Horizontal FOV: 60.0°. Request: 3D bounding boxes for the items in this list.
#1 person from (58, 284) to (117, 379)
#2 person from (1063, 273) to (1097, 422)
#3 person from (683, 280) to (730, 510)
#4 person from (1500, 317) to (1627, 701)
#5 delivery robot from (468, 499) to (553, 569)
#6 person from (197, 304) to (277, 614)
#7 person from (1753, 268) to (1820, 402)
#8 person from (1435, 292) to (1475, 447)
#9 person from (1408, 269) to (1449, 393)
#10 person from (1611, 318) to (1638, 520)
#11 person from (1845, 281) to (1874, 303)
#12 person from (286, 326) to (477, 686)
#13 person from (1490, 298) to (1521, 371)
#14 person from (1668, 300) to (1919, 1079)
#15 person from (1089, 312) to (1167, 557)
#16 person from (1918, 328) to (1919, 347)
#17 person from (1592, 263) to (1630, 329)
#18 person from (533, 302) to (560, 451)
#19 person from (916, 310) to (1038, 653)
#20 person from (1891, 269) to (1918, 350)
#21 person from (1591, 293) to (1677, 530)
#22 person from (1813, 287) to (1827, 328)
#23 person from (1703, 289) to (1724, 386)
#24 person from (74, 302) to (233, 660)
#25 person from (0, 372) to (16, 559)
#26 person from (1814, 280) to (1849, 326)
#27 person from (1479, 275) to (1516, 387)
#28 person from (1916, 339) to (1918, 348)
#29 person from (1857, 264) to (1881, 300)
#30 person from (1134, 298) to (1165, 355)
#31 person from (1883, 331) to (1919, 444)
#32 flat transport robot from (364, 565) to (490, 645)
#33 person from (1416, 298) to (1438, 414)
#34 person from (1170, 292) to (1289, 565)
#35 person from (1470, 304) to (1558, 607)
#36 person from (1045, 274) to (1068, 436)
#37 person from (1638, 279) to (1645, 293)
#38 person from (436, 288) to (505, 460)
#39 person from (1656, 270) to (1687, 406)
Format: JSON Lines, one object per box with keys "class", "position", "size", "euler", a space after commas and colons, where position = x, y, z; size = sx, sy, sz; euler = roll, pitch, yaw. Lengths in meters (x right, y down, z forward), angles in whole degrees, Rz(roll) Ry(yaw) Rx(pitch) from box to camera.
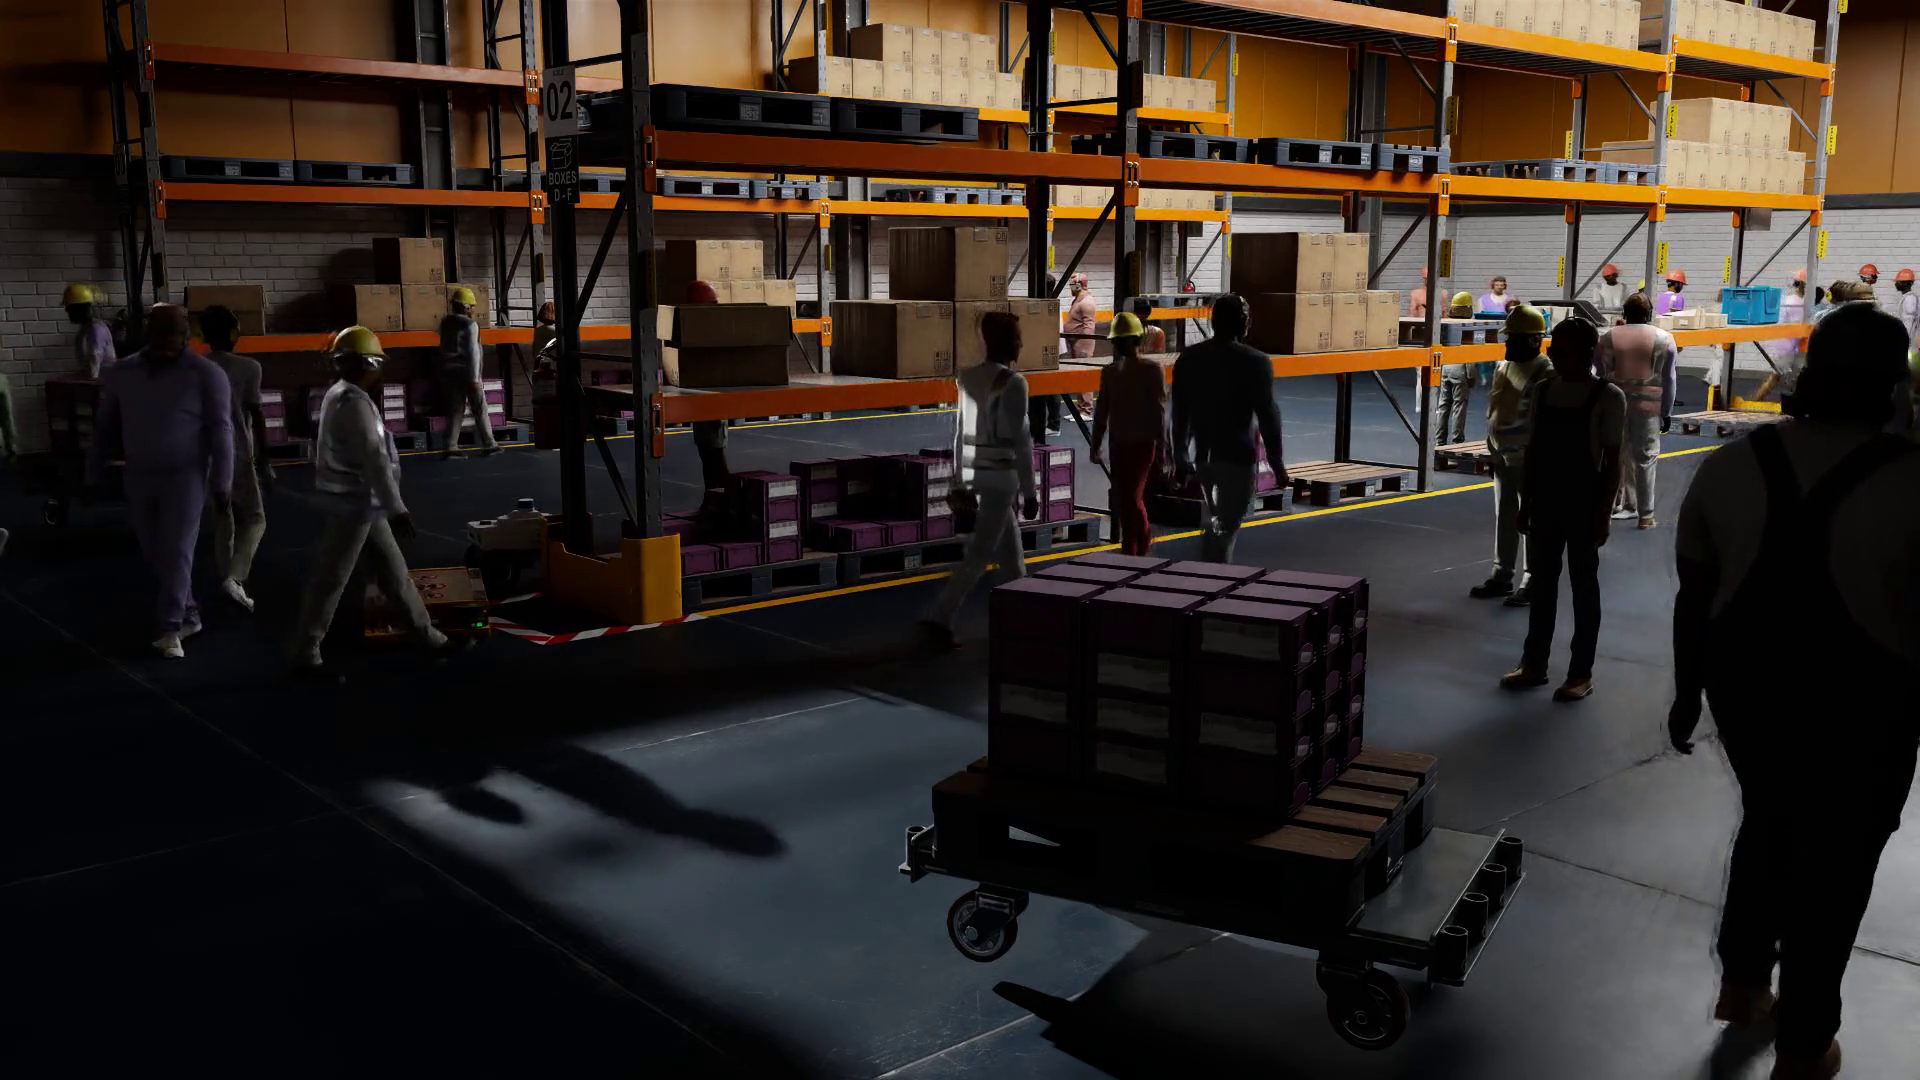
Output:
{"class": "person", "position": [-7.870, -1.404, 15.265], "size": [0.988, 1.877, 0.586], "euler": [-9, 13, -43]}
{"class": "person", "position": [1.535, -2.465, 21.378], "size": [0.401, 1.905, 0.642], "euler": [-1, 10, -5]}
{"class": "person", "position": [-1.980, -1.047, 12.974], "size": [0.358, 1.937, 0.544], "euler": [-6, 11, -30]}
{"class": "person", "position": [2.918, -0.151, 8.014], "size": [0.343, 1.839, 0.506], "euler": [-7, 12, -37]}
{"class": "delivery robot", "position": [-2.795, -0.025, 10.753], "size": [0.707, 0.478, 0.477], "euler": [-5, 11, -26]}
{"class": "person", "position": [-4.323, -0.451, 9.770], "size": [0.576, 1.841, 0.518], "euler": [0, 10, -1]}
{"class": "person", "position": [10.516, -2.439, 21.024], "size": [1.096, 1.975, 0.620], "euler": [4, 11, 24]}
{"class": "person", "position": [5.345, -1.783, 17.845], "size": [0.303, 1.743, 0.494], "euler": [-5, 11, -27]}
{"class": "person", "position": [7.300, -3.261, 25.893], "size": [0.659, 1.942, 0.996], "euler": [1, 10, 7]}
{"class": "person", "position": [5.389, -0.986, 13.483], "size": [0.308, 1.641, 0.510], "euler": [-1, 10, -6]}
{"class": "person", "position": [7.382, -1.168, 13.744], "size": [0.627, 1.915, 0.663], "euler": [-3, 10, -15]}
{"class": "person", "position": [-2.957, -0.168, 8.301], "size": [0.933, 1.772, 0.674], "euler": [-4, 10, -20]}
{"class": "person", "position": [7.168, -2.343, 21.613], "size": [0.532, 1.597, 0.870], "euler": [1, 10, 8]}
{"class": "person", "position": [2.250, 0.384, 4.291], "size": [0.588, 2.000, 0.703], "euler": [-8, 13, -39]}
{"class": "person", "position": [1.104, -0.633, 11.068], "size": [0.559, 1.750, 0.410], "euler": [9, 13, 44]}
{"class": "person", "position": [8.250, -1.218, 13.972], "size": [0.379, 1.938, 0.547], "euler": [-5, 11, -29]}
{"class": "person", "position": [11.160, -3.742, 28.564], "size": [0.623, 1.992, 0.654], "euler": [3, 10, 17]}
{"class": "person", "position": [-4.487, -1.789, 18.235], "size": [0.499, 1.629, 0.271], "euler": [9, 13, 43]}
{"class": "person", "position": [0.148, -0.321, 9.012], "size": [0.971, 1.846, 0.591], "euler": [-6, 11, -31]}
{"class": "person", "position": [13.871, -3.014, 24.521], "size": [0.405, 1.931, 0.580], "euler": [4, 10, 21]}
{"class": "person", "position": [5.233, -0.998, 12.970], "size": [0.626, 1.844, 0.429], "euler": [4, 11, 23]}
{"class": "person", "position": [13.144, -3.046, 25.467], "size": [0.319, 1.671, 0.651], "euler": [9, 13, 44]}
{"class": "person", "position": [12.032, -3.157, 26.248], "size": [0.373, 1.628, 0.520], "euler": [0, 10, 0]}
{"class": "person", "position": [-4.286, -0.322, 8.903], "size": [0.757, 1.882, 0.577], "euler": [0, 10, 2]}
{"class": "person", "position": [-6.816, -0.643, 11.565], "size": [0.689, 1.611, 0.518], "euler": [7, 12, 34]}
{"class": "person", "position": [9.336, -1.835, 17.785], "size": [0.535, 1.868, 0.309], "euler": [1, 10, 5]}
{"class": "person", "position": [8.560, -3.306, 26.558], "size": [0.569, 1.821, 0.429], "euler": [2, 10, 9]}
{"class": "person", "position": [8.751, -1.279, 14.828], "size": [0.528, 1.767, 0.329], "euler": [-1, 10, -4]}
{"class": "person", "position": [14.410, -3.394, 26.536], "size": [0.374, 1.997, 0.613], "euler": [7, 12, 35]}
{"class": "person", "position": [1.897, -1.690, 17.464], "size": [0.544, 1.692, 0.318], "euler": [7, 12, 34]}
{"class": "person", "position": [5.930, -0.497, 10.189], "size": [0.628, 1.789, 0.967], "euler": [-1, 10, -7]}
{"class": "flat transport robot", "position": [-3.105, 0.350, 9.665], "size": [0.652, 0.197, 1.431], "euler": [-3, 10, -18]}
{"class": "person", "position": [6.349, -2.520, 22.481], "size": [0.279, 1.633, 0.498], "euler": [0, 10, -1]}
{"class": "person", "position": [1.548, -0.444, 9.493], "size": [0.598, 1.915, 0.633], "euler": [-8, 13, -39]}
{"class": "person", "position": [3.414, -0.512, 10.142], "size": [0.404, 1.834, 0.591], "euler": [-3, 10, -18]}
{"class": "person", "position": [1.071, -2.190, 19.719], "size": [0.394, 1.919, 0.590], "euler": [2, 10, 9]}
{"class": "person", "position": [10.662, -3.182, 25.977], "size": [0.533, 1.765, 0.330], "euler": [-1, 10, -6]}
{"class": "person", "position": [-5.140, -1.739, 17.449], "size": [0.627, 1.785, 0.747], "euler": [6, 11, 30]}
{"class": "person", "position": [10.099, -2.866, 23.657], "size": [0.384, 1.927, 0.544], "euler": [-3, 10, -15]}
